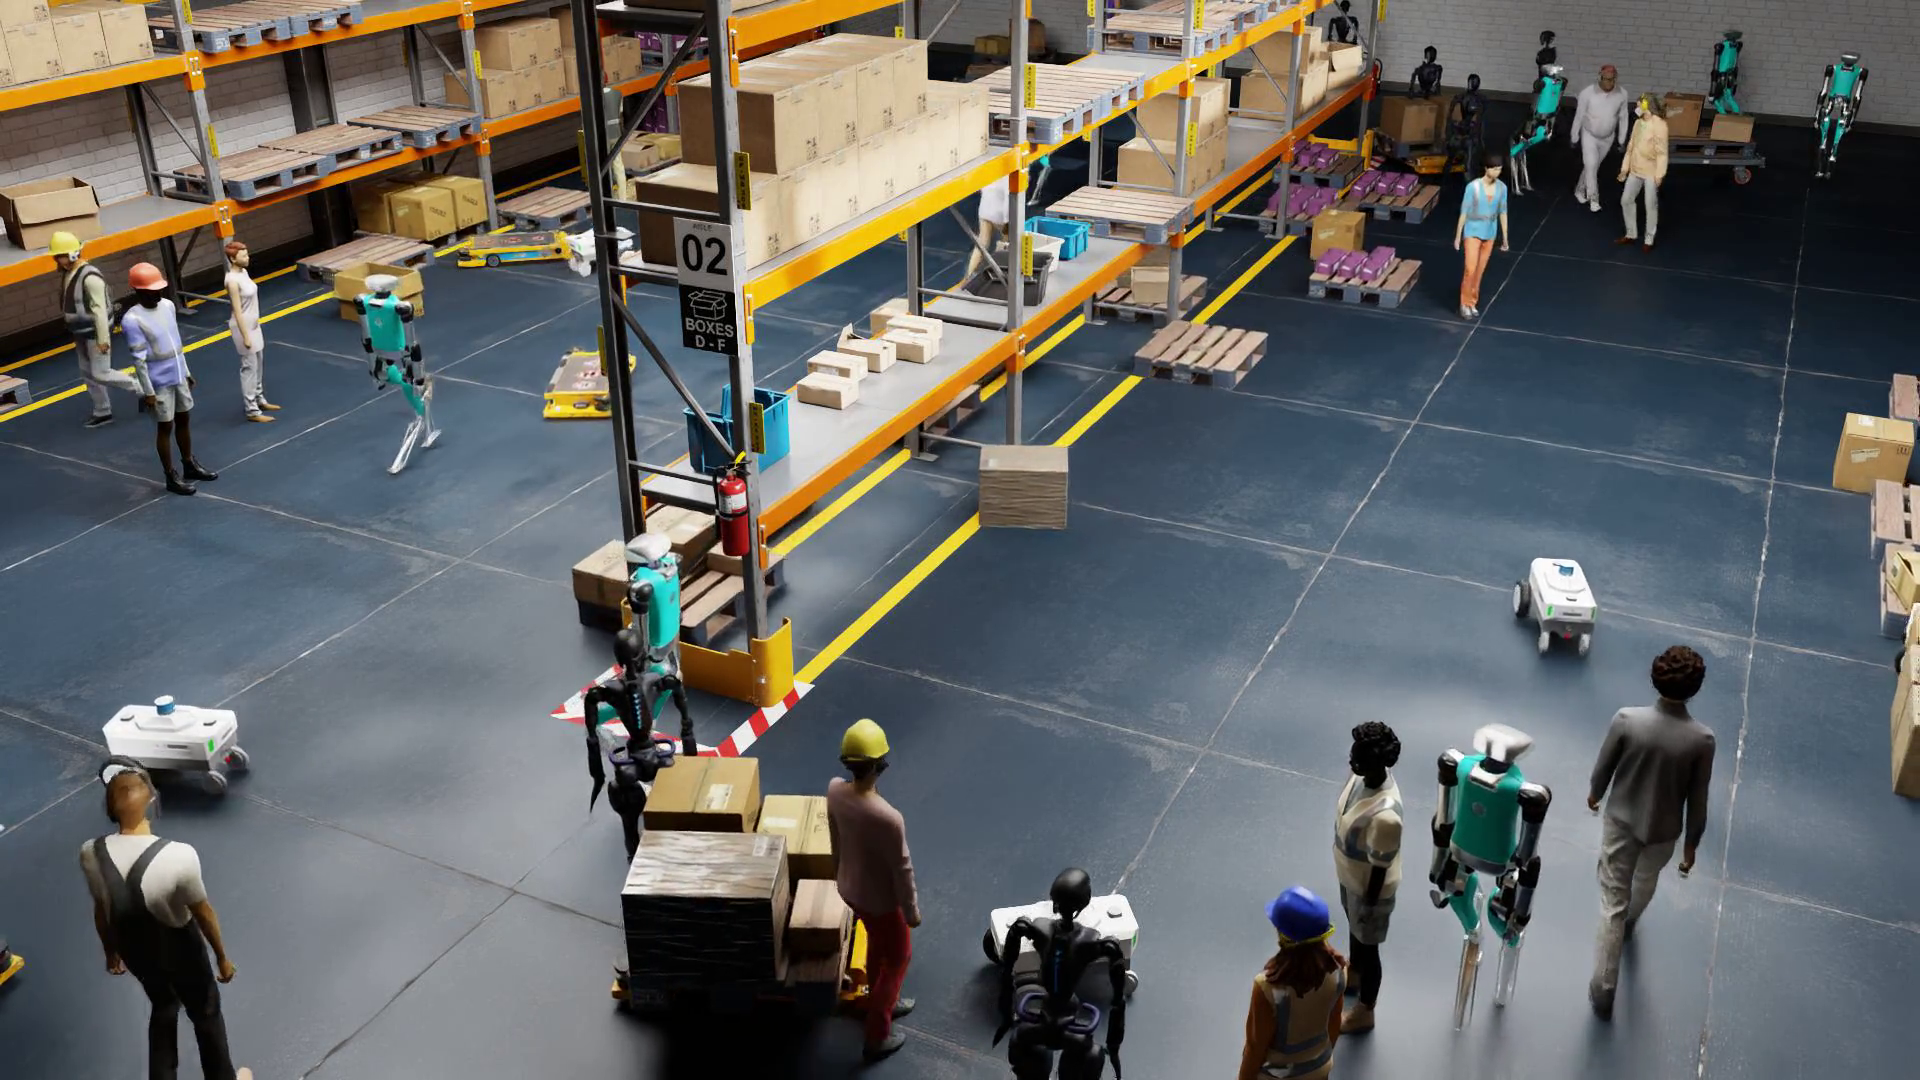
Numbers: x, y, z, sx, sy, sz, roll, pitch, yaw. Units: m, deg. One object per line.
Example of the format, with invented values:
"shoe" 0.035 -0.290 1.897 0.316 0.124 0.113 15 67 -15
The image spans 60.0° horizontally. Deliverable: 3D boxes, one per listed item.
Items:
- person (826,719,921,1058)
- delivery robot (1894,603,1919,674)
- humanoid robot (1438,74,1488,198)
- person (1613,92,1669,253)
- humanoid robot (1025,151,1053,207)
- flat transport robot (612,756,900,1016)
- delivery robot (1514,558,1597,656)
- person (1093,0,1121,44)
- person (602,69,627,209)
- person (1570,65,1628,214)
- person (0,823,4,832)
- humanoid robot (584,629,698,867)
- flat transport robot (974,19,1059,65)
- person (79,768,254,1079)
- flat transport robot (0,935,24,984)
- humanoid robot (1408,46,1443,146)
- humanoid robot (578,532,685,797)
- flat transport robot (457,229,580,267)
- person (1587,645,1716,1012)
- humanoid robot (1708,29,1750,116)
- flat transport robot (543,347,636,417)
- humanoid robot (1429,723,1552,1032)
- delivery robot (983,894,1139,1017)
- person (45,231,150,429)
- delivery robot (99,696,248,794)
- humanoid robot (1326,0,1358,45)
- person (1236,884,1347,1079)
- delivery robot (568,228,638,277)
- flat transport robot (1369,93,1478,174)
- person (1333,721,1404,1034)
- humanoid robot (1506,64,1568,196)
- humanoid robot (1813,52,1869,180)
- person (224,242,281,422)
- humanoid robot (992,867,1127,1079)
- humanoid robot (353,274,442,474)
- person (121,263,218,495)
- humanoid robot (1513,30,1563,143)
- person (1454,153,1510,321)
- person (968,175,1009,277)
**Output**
"person" -0.382 1.630 7.824 0.397 1.738 0.552 -20 32 -34
"delivery robot" 6.668 0.682 11.051 0.745 0.570 0.499 16 31 29
"humanoid robot" 6.712 -5.394 22.145 0.603 1.614 0.814 -4 27 -7
"person" 8.214 -4.392 19.883 0.369 1.850 0.662 -8 28 -16
"humanoid robot" 0.899 -5.161 21.585 0.812 1.804 0.555 -23 34 -38
"flat transport robot" -1.010 2.099 8.537 1.431 0.231 0.659 1 26 2
"delivery robot" 4.189 0.419 11.601 0.499 0.586 0.783 4 27 7
"person" 2.570 -9.057 29.200 0.537 1.930 0.421 20 33 35
"person" -4.542 -5.144 21.396 0.390 1.841 0.565 21 33 36
"person" 8.264 -5.192 21.487 0.656 1.847 1.013 -1 26 -3
"person" -5.899 0.842 9.336 0.698 1.831 0.528 0 26 0
"humanoid robot" -1.629 1.251 8.673 0.609 1.645 0.478 -8 28 -16
"flat transport robot" 0.965 -8.482 29.912 1.431 0.231 0.659 21 33 36
"person" -3.512 1.847 7.301 0.568 1.821 0.503 1 26 1
"flat transport robot" -5.575 2.155 8.425 1.431 0.231 0.659 8 28 16
"humanoid robot" 6.627 -6.206 23.727 0.610 1.648 0.351 -12 29 -23
"humanoid robot" -1.912 0.788 9.579 0.751 1.825 0.552 7 27 14
"flat transport robot" -5.231 -3.467 19.781 1.431 0.231 0.659 -6 27 -13
"person" 3.391 1.371 8.240 0.523 1.839 0.997 8 27 15
"humanoid robot" 11.376 -6.521 24.390 0.540 1.809 0.980 -15 30 -28
"flat transport robot" -3.511 -1.502 15.811 0.659 0.231 1.431 -1 26 -2
"humanoid robot" 2.609 1.614 7.977 0.782 1.861 0.539 -24 35 -39
"delivery robot" 0.516 2.024 8.351 0.774 0.581 0.499 -5 27 -9
"person" -7.704 -1.889 14.851 0.600 1.812 0.558 20 32 34
"delivery robot" -4.745 1.224 10.005 0.818 0.614 0.499 2 26 5
"humanoid robot" 6.341 -8.106 27.619 0.612 1.642 0.748 -7 27 -15
"person" 1.321 2.141 6.752 0.465 1.778 0.310 -12 29 -23
"delivery robot" -4.146 -3.394 19.333 0.803 0.613 0.499 -17 31 -31
"flat transport robot" 6.643 -5.549 23.988 0.659 0.231 1.431 -5 27 -11
"person" 1.930 1.597 7.950 0.320 1.694 0.534 0 26 1
"humanoid robot" 7.594 -5.504 22.168 0.530 1.724 0.722 -14 30 -26
"humanoid robot" 11.895 -5.683 22.609 0.552 1.779 0.895 12 29 23
"person" -6.436 -1.888 15.031 0.271 1.653 0.452 -4 27 -7
"humanoid robot" 0.403 2.105 7.020 0.586 1.619 0.843 8 27 15
"humanoid robot" -4.662 -1.479 14.156 0.551 1.756 1.015 8 28 16
"person" -6.464 -1.325 13.575 0.355 1.936 0.550 6 27 12
"humanoid robot" 8.792 -6.802 24.988 0.666 1.646 0.608 8 27 15
"person" 5.527 -3.174 17.493 0.539 1.740 0.571 -5 27 -10
"person" 0.420 -3.634 18.498 0.916 1.692 0.588 -23 34 -38
